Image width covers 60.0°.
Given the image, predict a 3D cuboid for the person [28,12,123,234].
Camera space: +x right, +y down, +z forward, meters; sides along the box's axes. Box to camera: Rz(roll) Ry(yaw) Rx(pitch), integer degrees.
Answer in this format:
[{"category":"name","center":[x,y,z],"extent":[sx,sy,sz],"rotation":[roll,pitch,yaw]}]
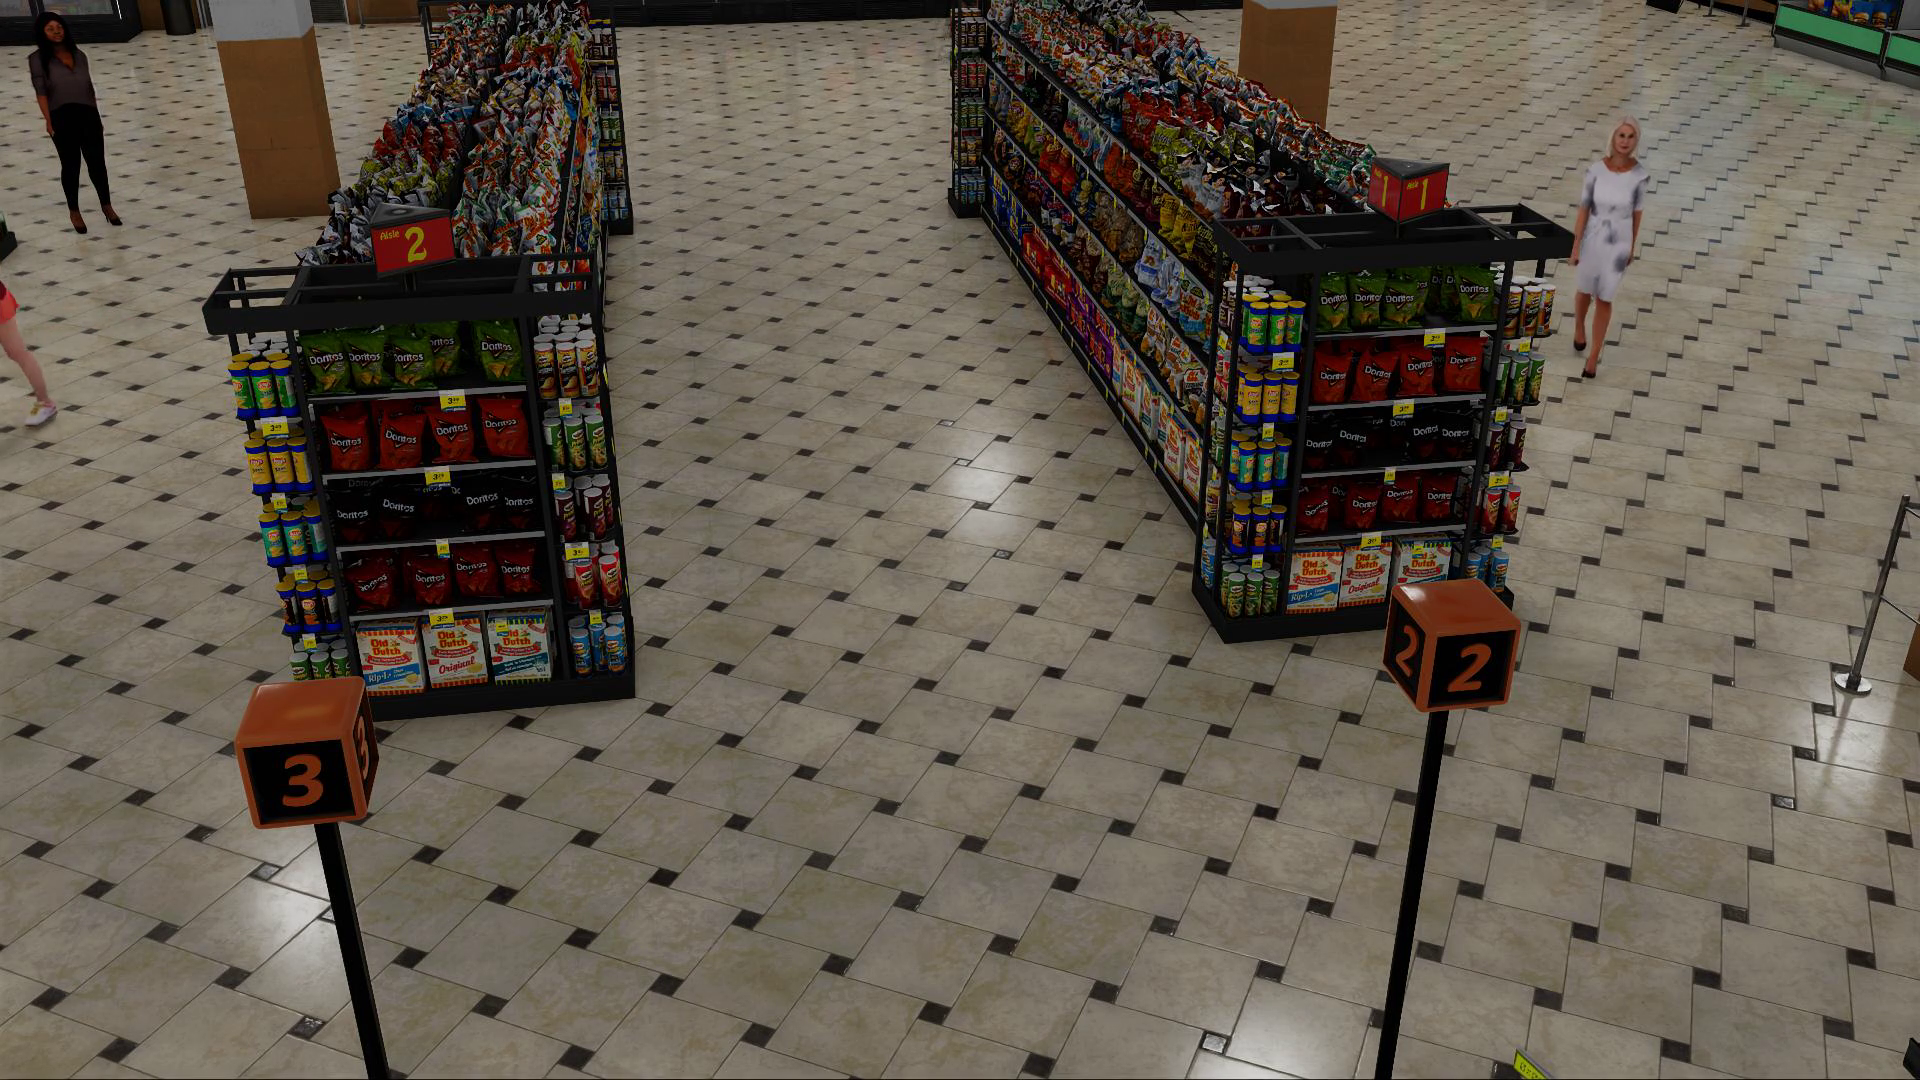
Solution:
[{"category":"person","center":[-7.622,-3.589,14.284],"extent":[0.800,1.842,0.748],"rotation":[19,33,33]}]

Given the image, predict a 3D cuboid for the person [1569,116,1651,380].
[{"category":"person","center":[4.363,-2.009,11.319],"extent":[0.917,1.706,1.151],"rotation":[8,28,16]}]
